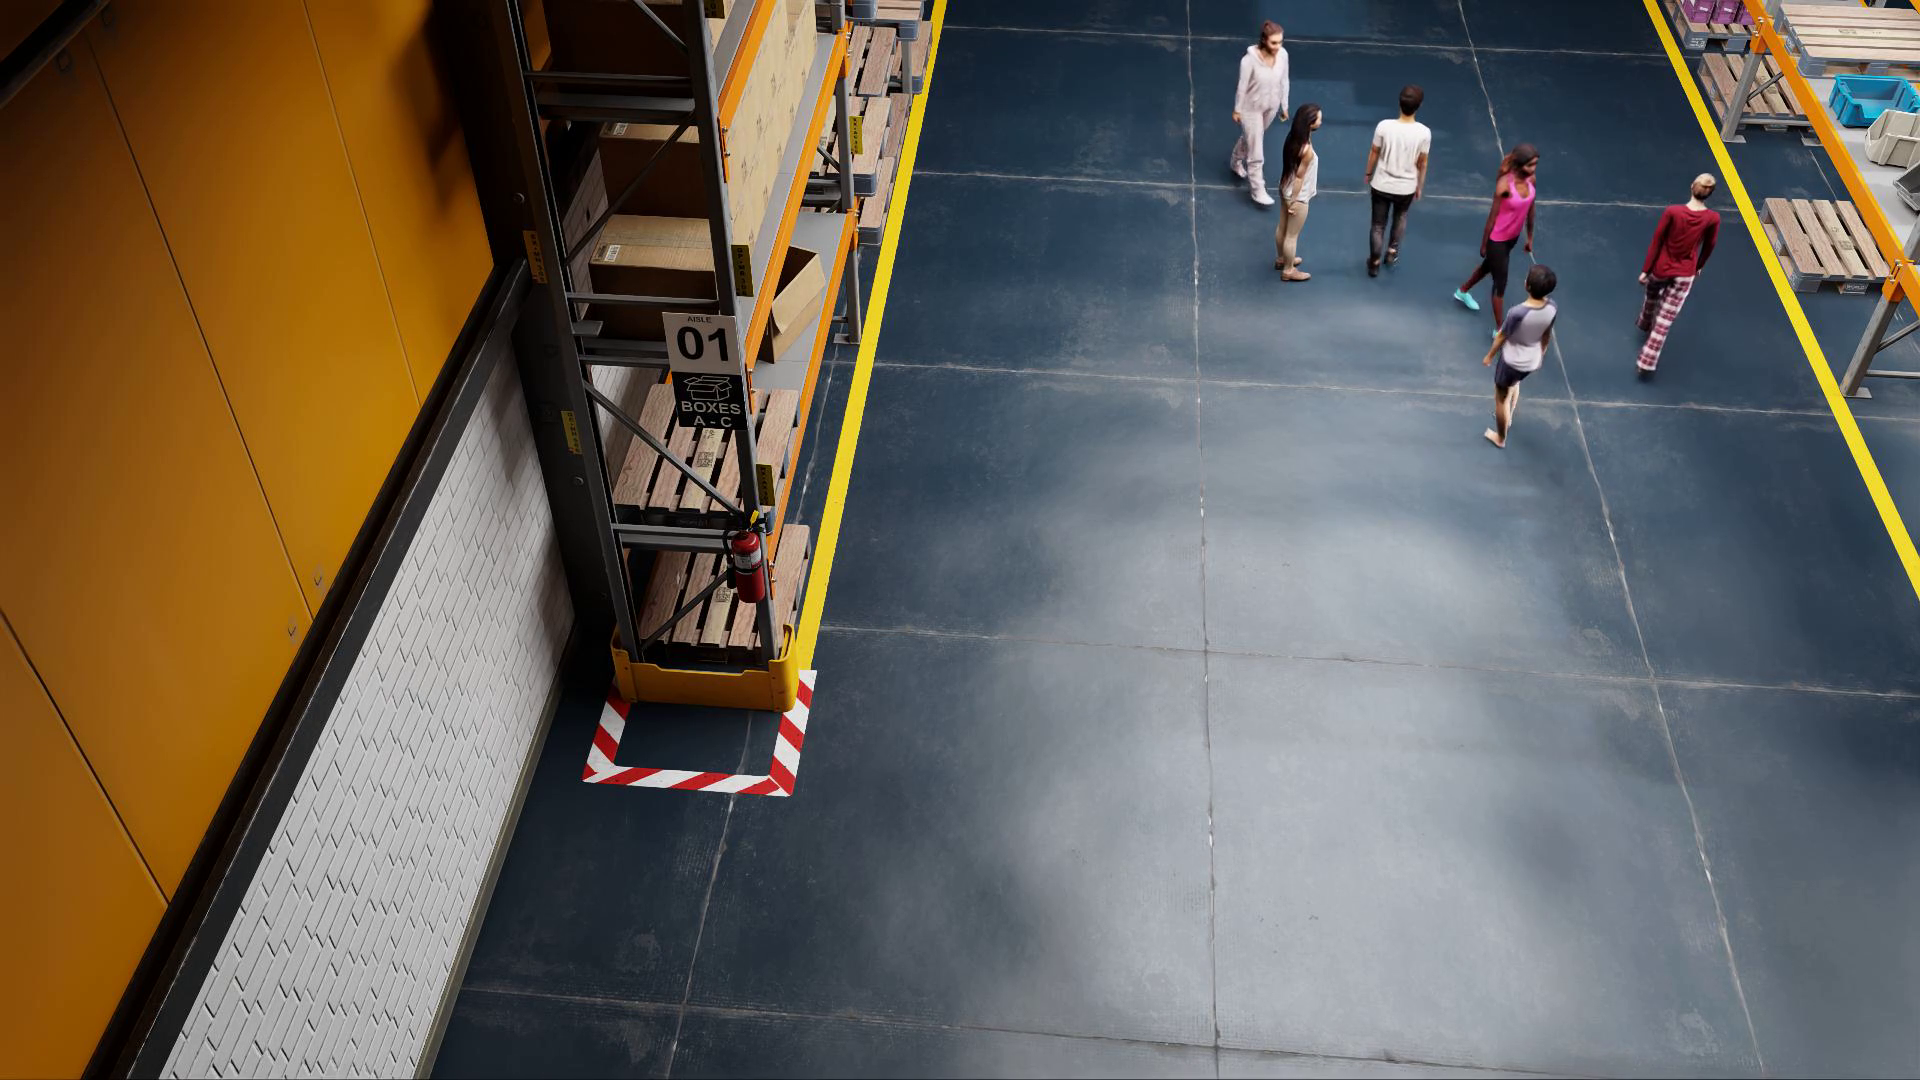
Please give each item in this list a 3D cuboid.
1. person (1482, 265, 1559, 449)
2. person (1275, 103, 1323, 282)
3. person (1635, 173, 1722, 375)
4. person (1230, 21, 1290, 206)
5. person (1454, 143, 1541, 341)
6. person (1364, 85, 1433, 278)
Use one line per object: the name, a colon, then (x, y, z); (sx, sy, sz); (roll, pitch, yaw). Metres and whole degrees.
person: (4.241, -1.337, 12.484); (0.676, 1.550, 0.719); (-18, 47, -18)
person: (2.830, -2.947, 14.100); (0.673, 1.652, 0.608); (-27, 50, -25)
person: (5.648, -2.083, 13.196); (0.827, 1.648, 1.161); (14, 45, 14)
person: (2.684, -3.970, 15.178); (0.982, 1.648, 1.152); (-18, 47, -18)
person: (4.391, -2.488, 13.626); (0.937, 1.642, 1.115); (-21, 47, -20)
person: (3.677, -2.993, 14.109); (0.672, 1.707, 0.671); (7, 44, 7)
